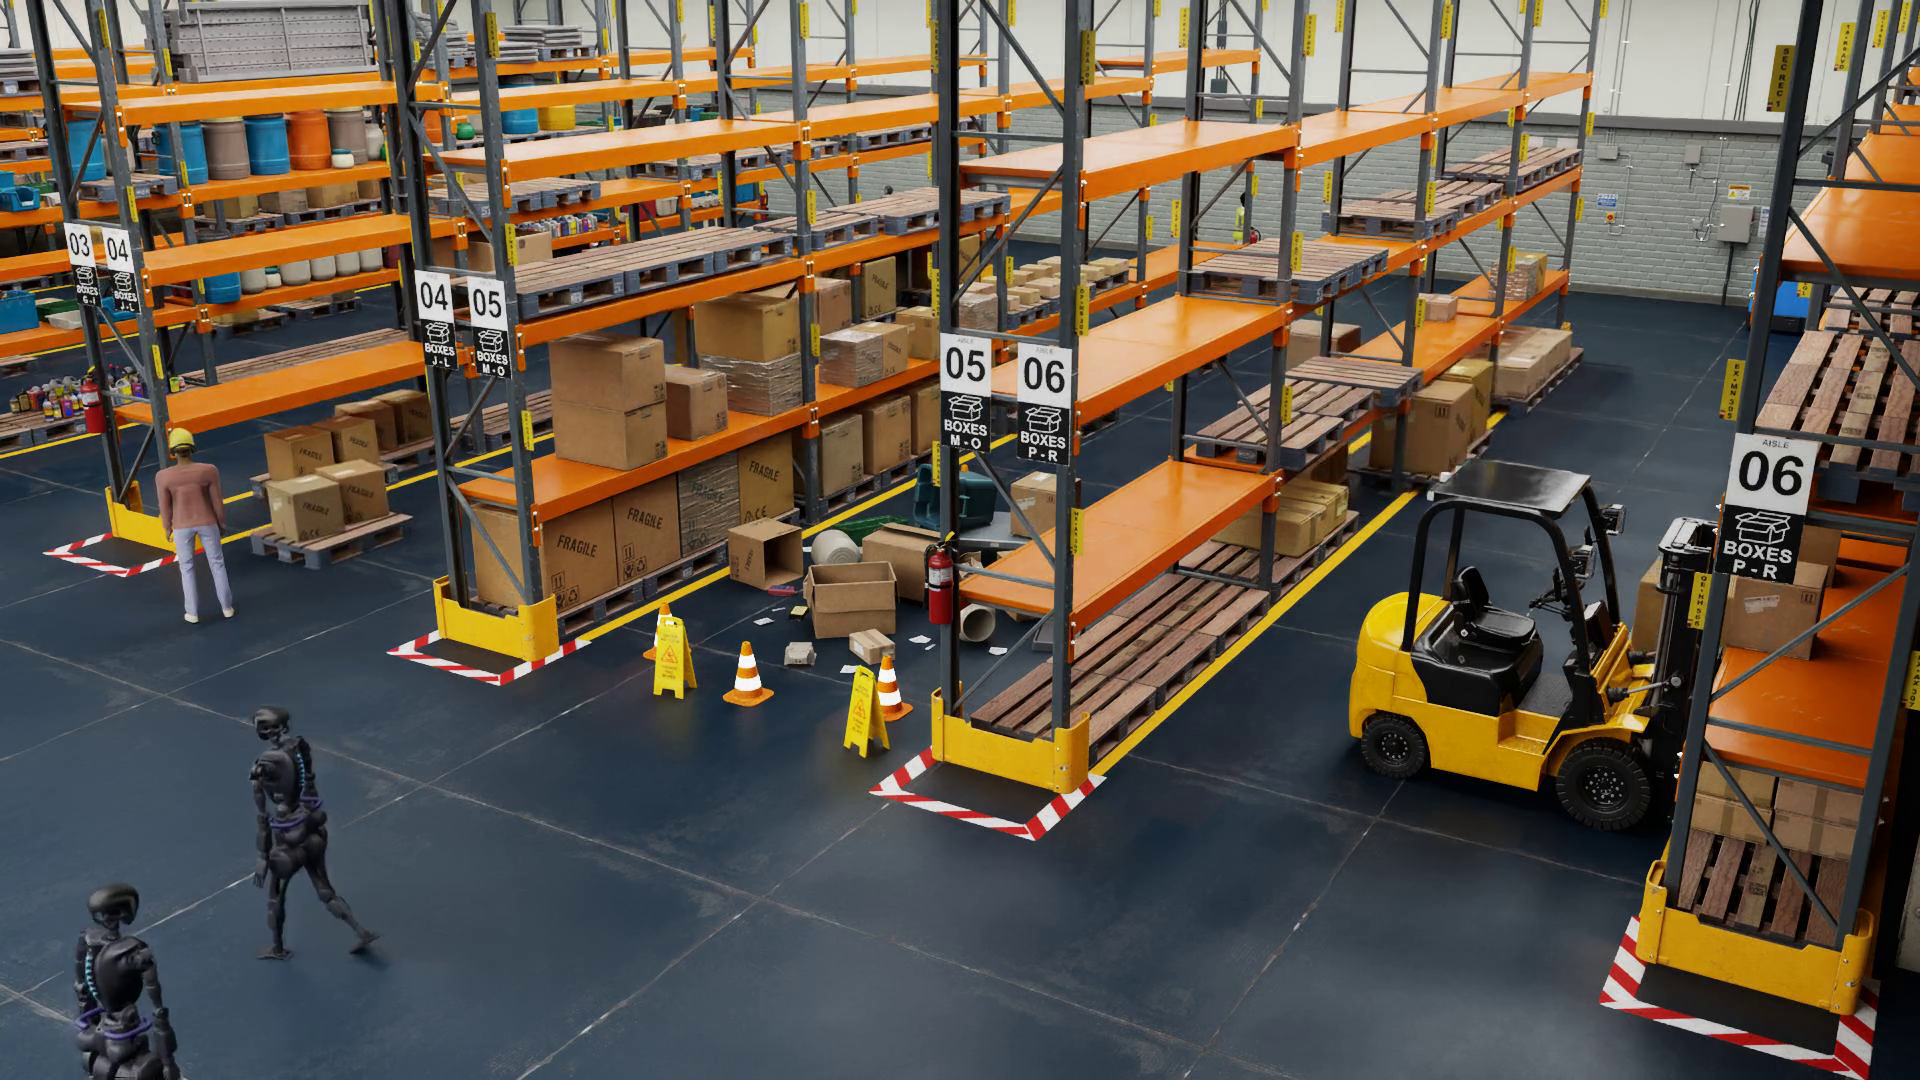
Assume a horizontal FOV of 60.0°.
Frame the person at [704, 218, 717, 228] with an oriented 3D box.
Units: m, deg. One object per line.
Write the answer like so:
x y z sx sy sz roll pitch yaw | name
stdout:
-5.241 -7.062 34.863 0.489 1.688 0.351 -6 20 -18 | person

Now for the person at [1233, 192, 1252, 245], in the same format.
5.156 -5.511 30.375 0.319 1.685 0.540 -1 19 -4 | person

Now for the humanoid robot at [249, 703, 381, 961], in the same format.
-3.809 1.703 9.597 0.739 1.635 0.609 4 19 10 | humanoid robot

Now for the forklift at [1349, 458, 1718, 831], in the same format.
3.988 0.658 11.776 2.313 2.155 1.214 11 22 29 | forklift

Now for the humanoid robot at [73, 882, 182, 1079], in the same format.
-3.853 2.345 7.702 0.609 1.648 0.331 9 21 24 | humanoid robot

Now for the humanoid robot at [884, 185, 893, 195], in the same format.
-1.378 -5.932 31.678 0.600 1.625 0.780 -10 21 -26 | humanoid robot

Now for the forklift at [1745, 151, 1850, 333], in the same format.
13.620 -4.667 26.137 1.873 2.768 1.129 11 22 29 | forklift

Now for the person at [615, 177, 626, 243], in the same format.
-6.606 -6.023 31.709 0.540 1.773 0.743 1 19 2 | person

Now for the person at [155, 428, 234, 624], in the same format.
-6.776 -0.131 14.718 0.519 1.758 0.340 -10 22 -27 | person
